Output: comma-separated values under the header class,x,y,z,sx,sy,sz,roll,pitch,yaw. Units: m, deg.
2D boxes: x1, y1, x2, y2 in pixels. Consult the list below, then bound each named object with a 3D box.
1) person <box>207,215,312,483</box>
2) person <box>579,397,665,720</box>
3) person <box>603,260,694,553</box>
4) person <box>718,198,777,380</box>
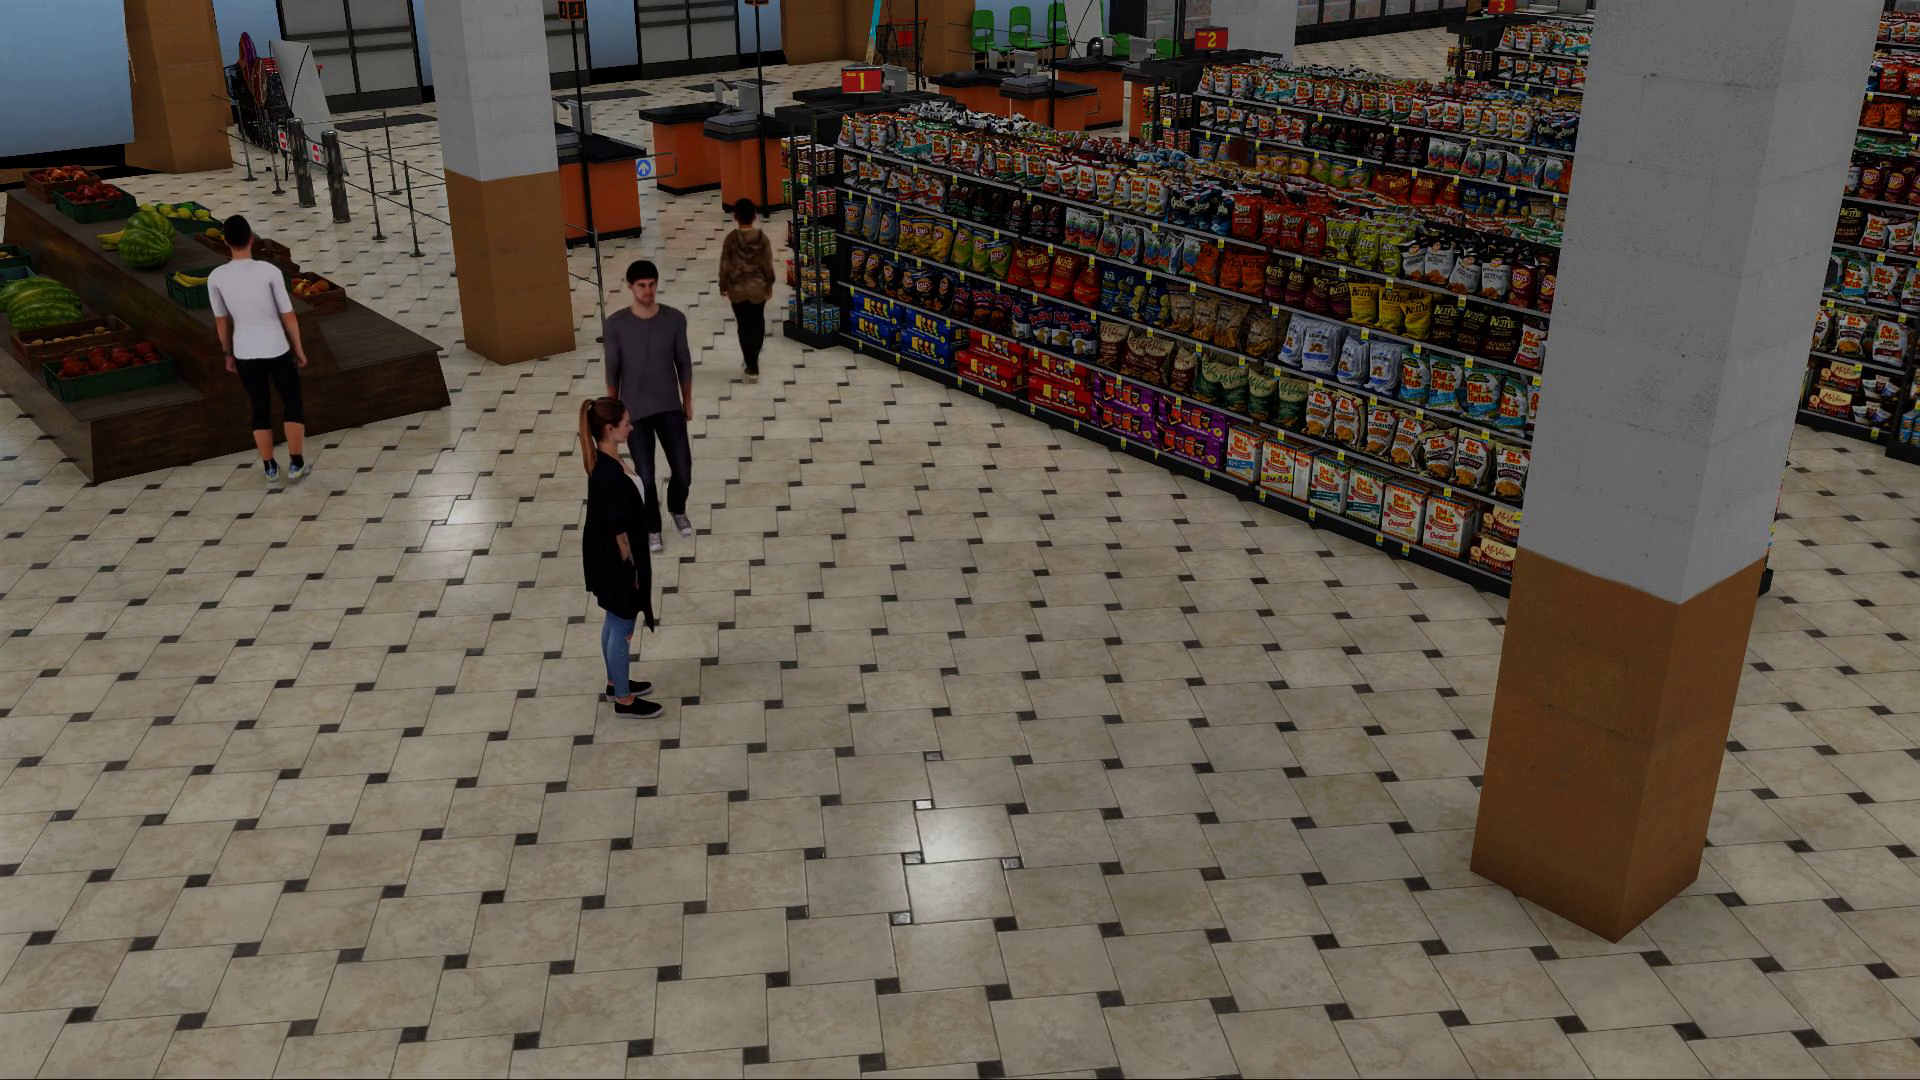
class,x,y,z,sx,sy,sz,roll,pitch,yaw
person,-4.716,-1.277,11.277,0.813,1.851,0.832,-4,24,-8
person,-1.733,0.087,8.361,0.768,1.690,0.636,-7,25,-15
person,-1.923,-0.846,10.307,0.803,1.840,0.812,-6,24,-14
person,-1.708,-2.002,13.465,0.795,1.426,1.011,-8,25,-18
